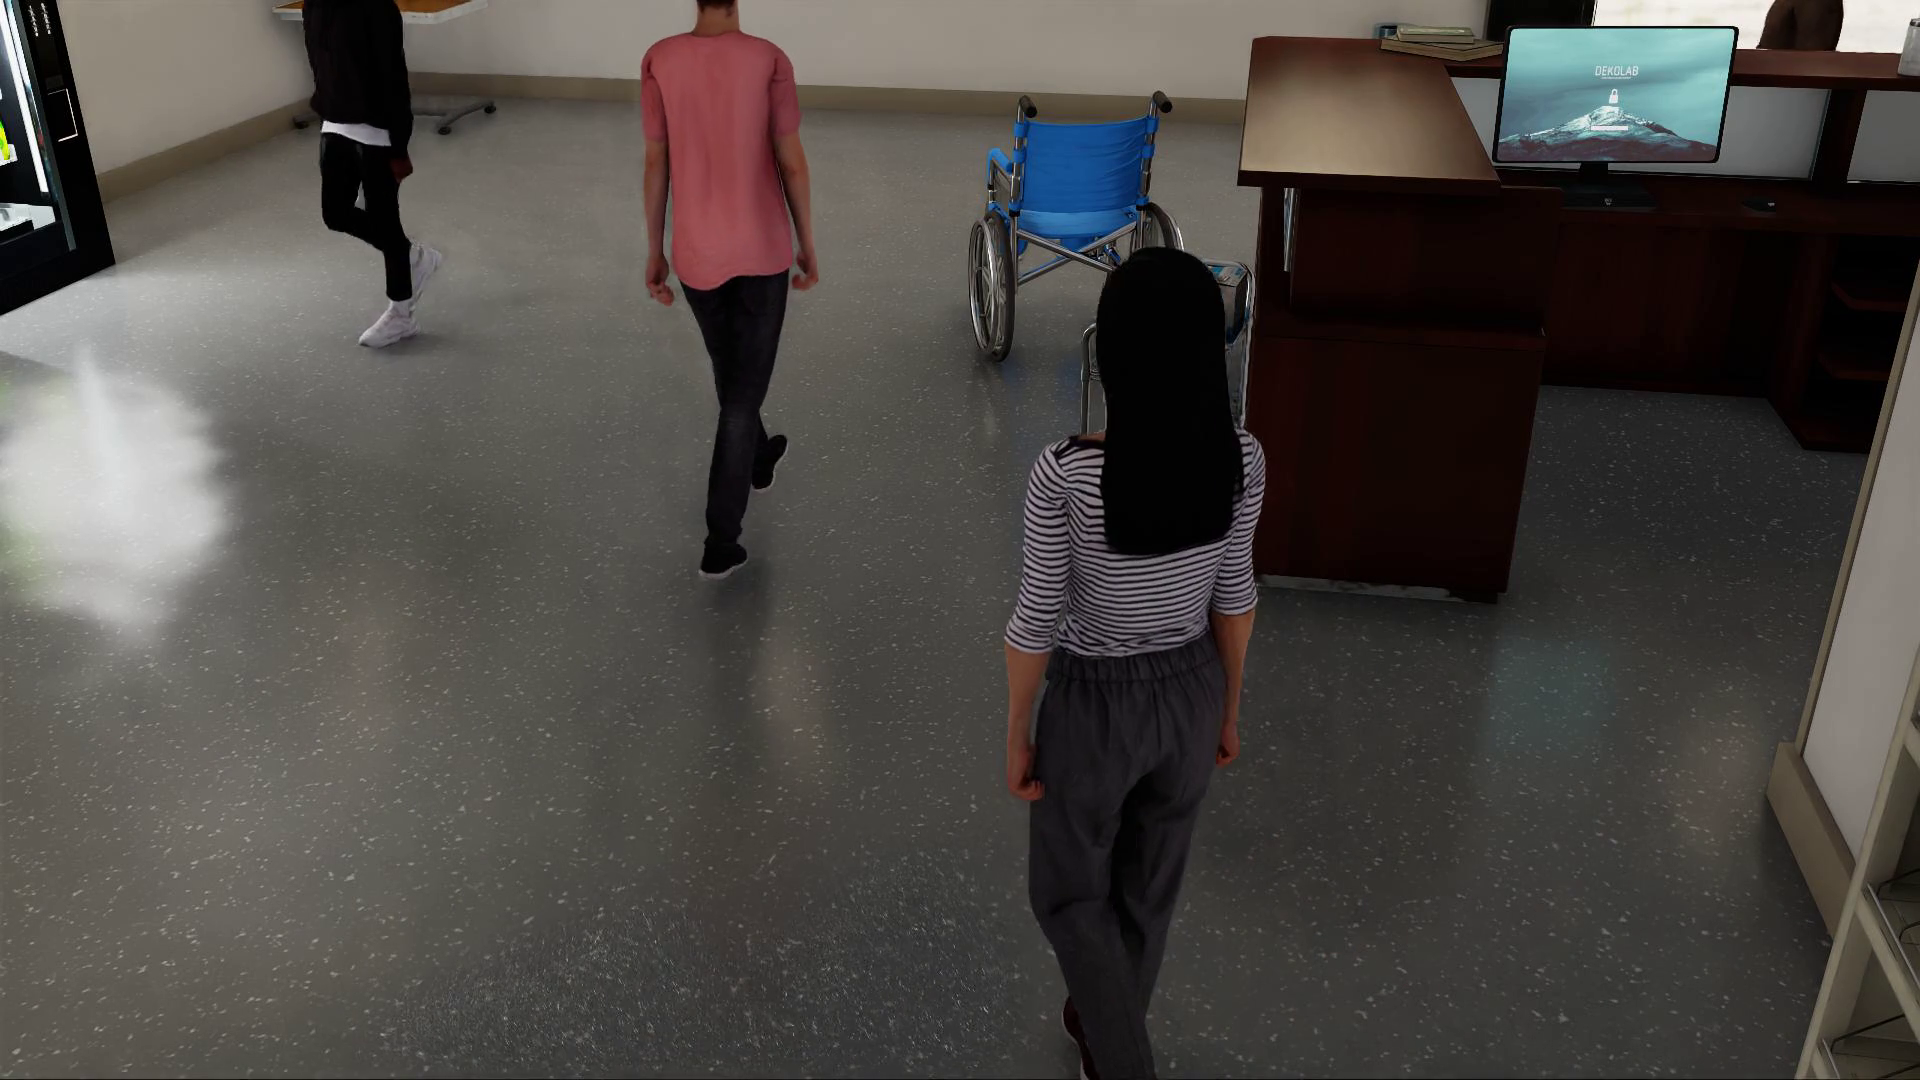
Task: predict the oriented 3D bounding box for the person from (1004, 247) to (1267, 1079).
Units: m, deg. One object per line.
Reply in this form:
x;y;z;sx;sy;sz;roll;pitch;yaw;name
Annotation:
0.316;0.373;2.825;0.824;1.717;1.009;-6;26;-12;person

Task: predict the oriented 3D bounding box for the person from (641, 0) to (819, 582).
-0.715;-0.797;5.037;0.656;1.903;1.227;4;26;8;person

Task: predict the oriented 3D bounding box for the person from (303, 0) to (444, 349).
-2.494;-1.762;7.148;0.830;1.809;0.945;14;29;26;person
